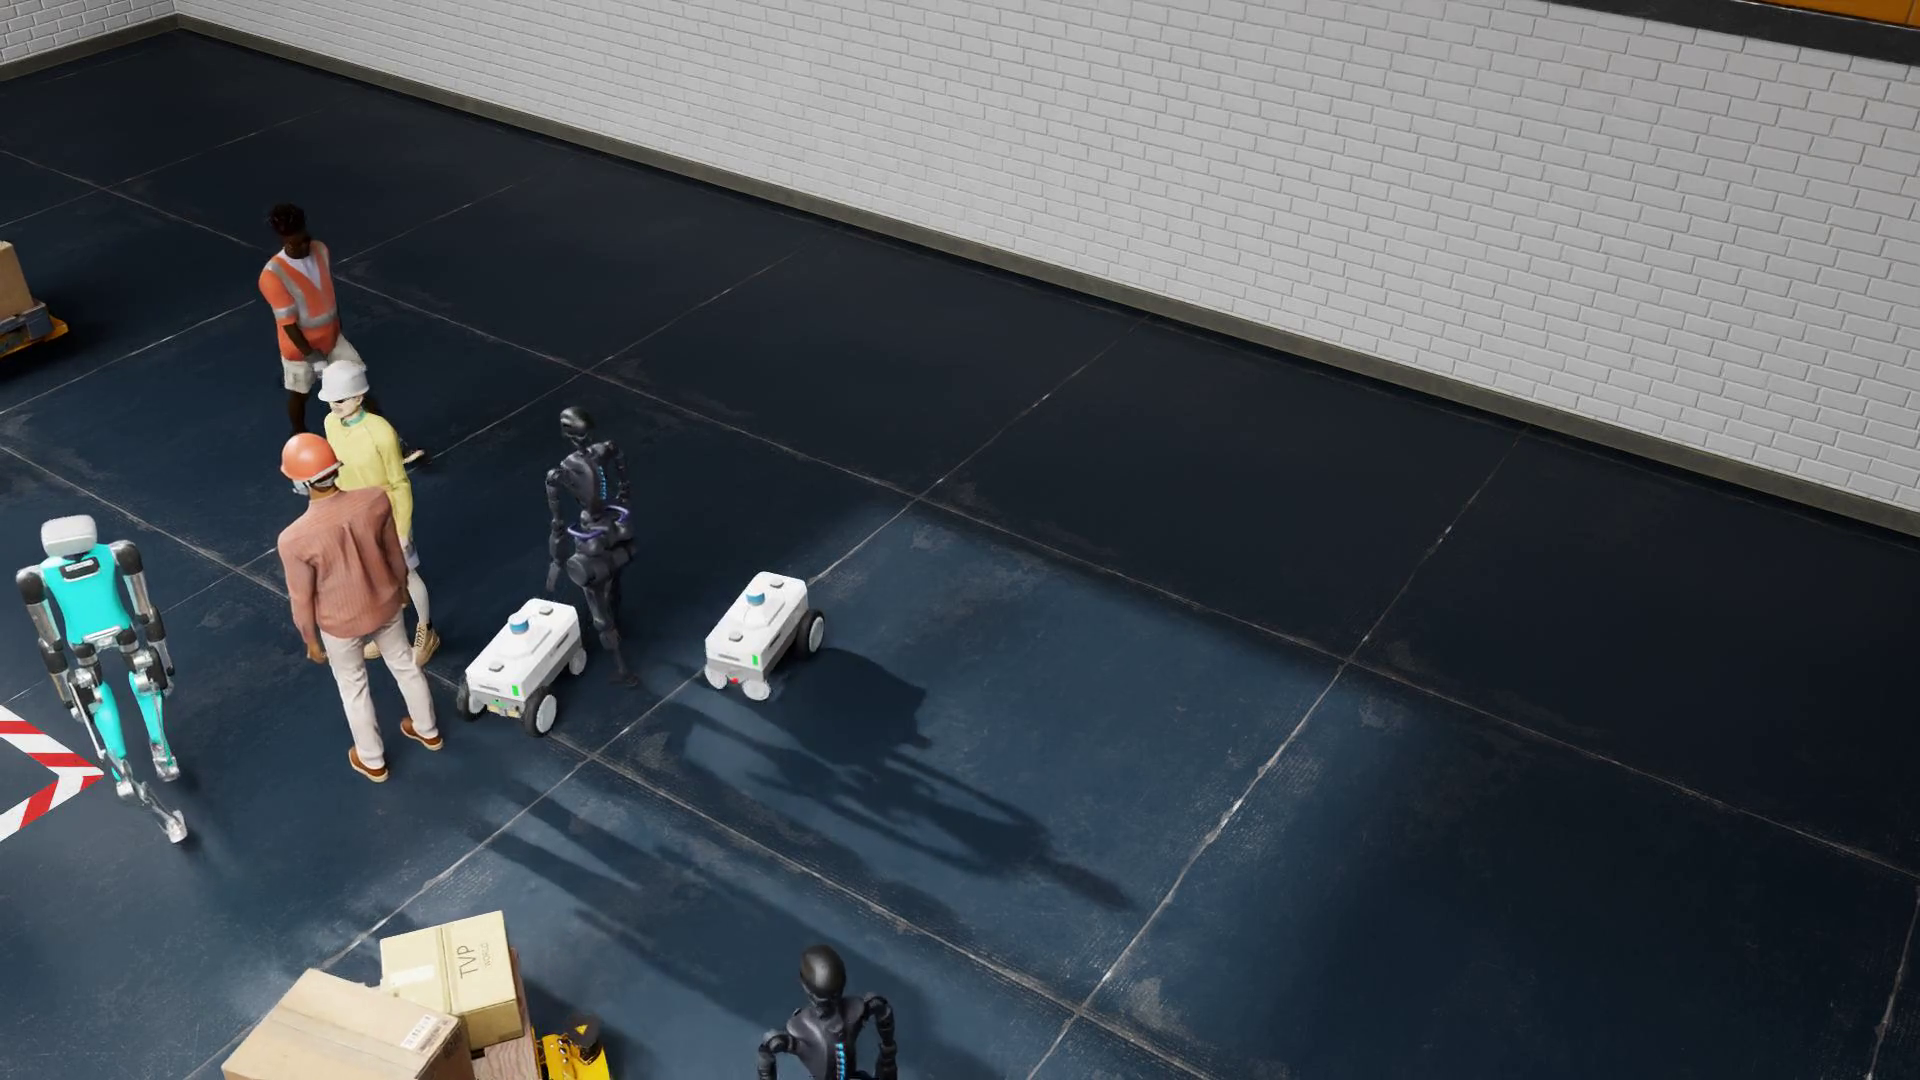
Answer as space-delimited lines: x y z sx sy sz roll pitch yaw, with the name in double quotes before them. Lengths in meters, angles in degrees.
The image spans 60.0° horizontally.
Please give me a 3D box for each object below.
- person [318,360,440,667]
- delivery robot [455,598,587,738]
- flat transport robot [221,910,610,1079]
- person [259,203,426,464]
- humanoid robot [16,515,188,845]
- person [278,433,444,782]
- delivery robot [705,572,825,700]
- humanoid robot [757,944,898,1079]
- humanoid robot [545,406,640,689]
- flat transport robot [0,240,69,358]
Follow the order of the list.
"person" -3.174 -0.145 9.057 0.476 1.894 0.384 13 37 18
"delivery robot" -2.374 0.676 9.051 0.499 0.598 0.777 11 36 15
"flat transport robot" -2.142 2.425 6.798 1.431 0.231 0.659 -11 37 -16
"person" -4.078 -1.273 10.661 1.062 1.890 0.607 14 37 19
"humanoid robot" -3.982 0.737 7.935 0.546 1.732 1.022 -22 40 -28
"person" -3.020 0.338 8.290 0.403 1.985 0.622 29 44 34
"delivery robot" -1.126 0.500 9.296 0.524 0.590 0.761 12 37 16
"humanoid robot" -0.506 2.100 6.060 0.601 1.639 0.675 -18 39 -24
"humanoid robot" -1.999 0.020 9.031 0.612 1.636 0.602 25 42 31
"flat transport robot" -7.449 -1.412 12.281 0.659 0.231 1.431 21 40 27
